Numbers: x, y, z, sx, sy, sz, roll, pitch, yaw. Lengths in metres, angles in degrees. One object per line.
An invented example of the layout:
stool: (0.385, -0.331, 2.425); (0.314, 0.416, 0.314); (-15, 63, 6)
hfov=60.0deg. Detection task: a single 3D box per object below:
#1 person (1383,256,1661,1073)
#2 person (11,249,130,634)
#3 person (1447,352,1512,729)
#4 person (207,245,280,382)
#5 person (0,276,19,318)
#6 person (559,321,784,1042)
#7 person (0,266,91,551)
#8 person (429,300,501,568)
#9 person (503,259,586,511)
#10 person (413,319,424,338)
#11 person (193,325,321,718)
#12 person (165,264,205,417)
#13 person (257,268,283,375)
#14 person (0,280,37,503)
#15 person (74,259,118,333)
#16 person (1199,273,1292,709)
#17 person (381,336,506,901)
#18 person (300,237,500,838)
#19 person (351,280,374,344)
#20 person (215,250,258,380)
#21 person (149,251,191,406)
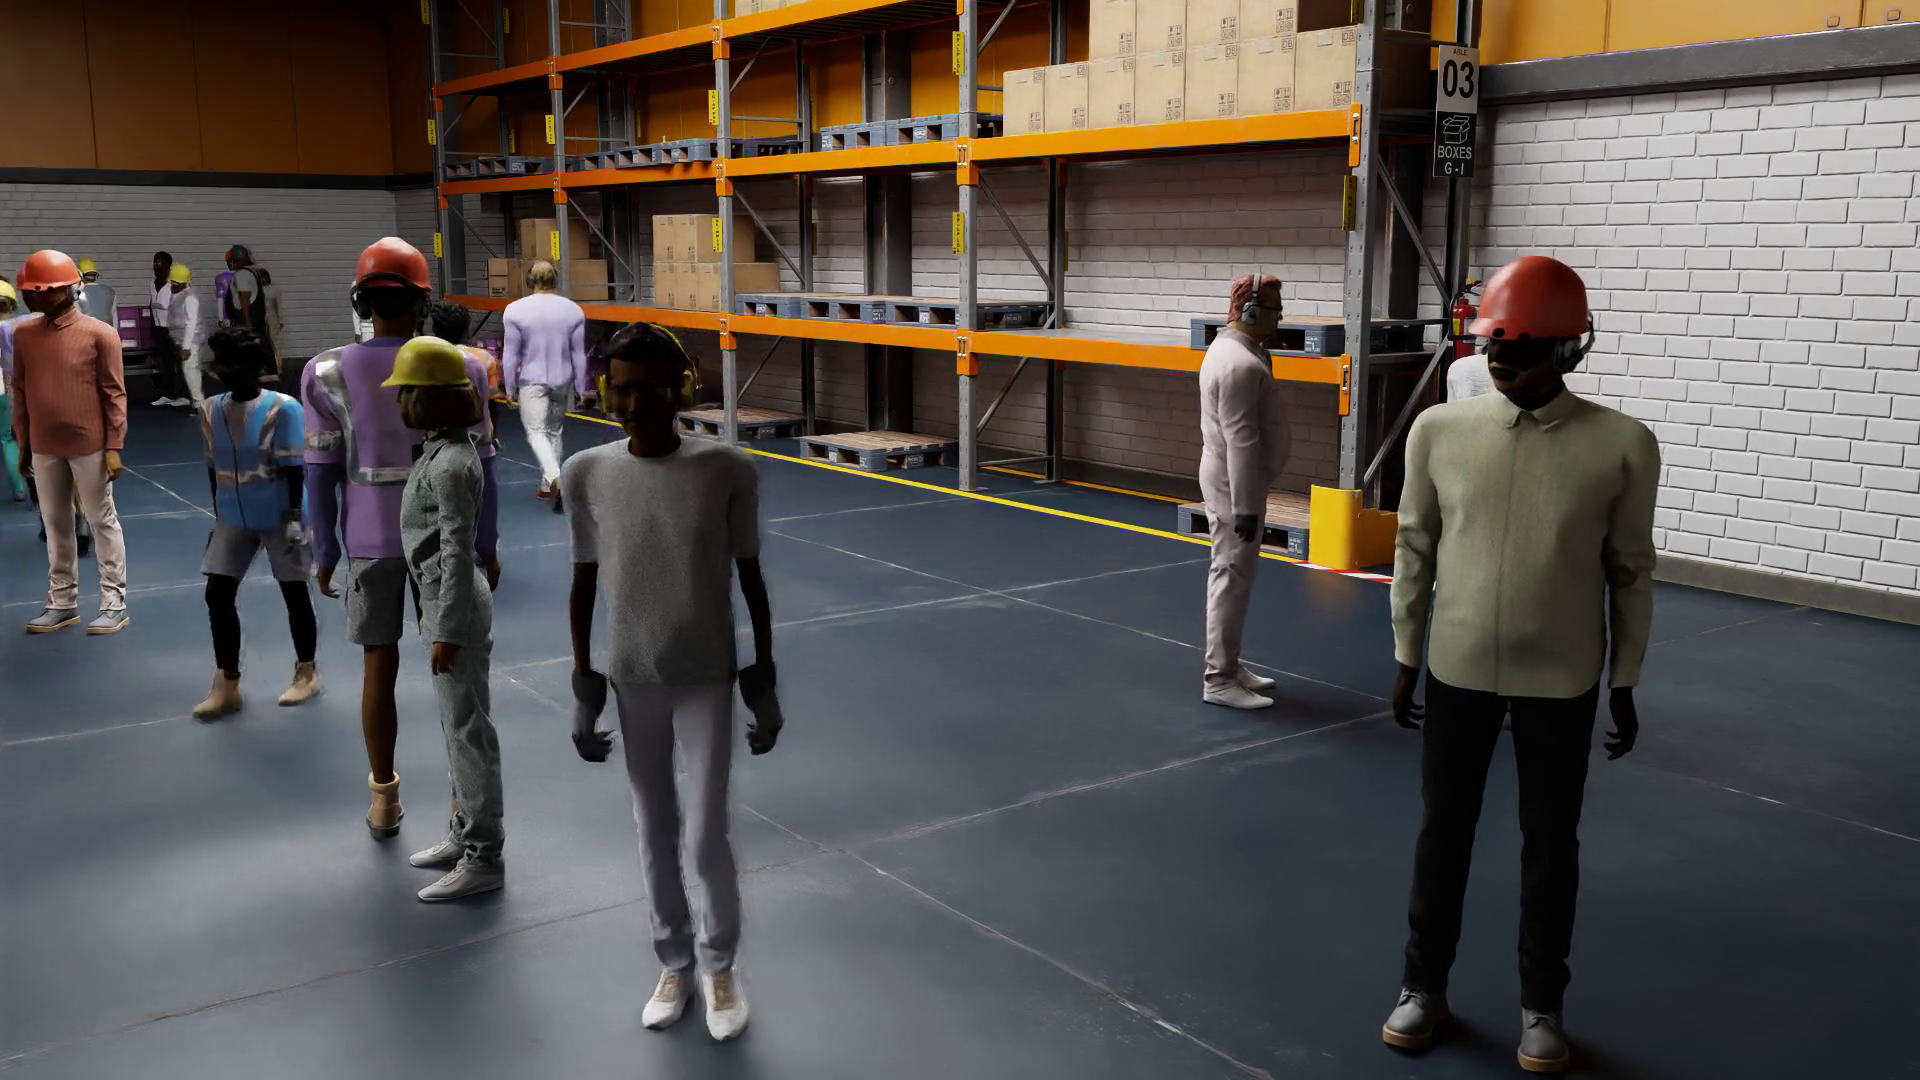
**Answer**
person: (1.357, 0.312, 4.078); (0.613, 1.991, 0.391); (5, 11, 25)
person: (-4.618, -0.497, 8.618); (0.608, 1.990, 0.385); (1, 10, 7)
person: (2.257, -0.146, 6.981); (0.328, 1.873, 0.519); (-8, 13, -37)
person: (-10.466, -3.310, 24.227); (1.023, 2.000, 0.699); (0, 10, -1)
person: (-12.219, -2.539, 21.109); (0.529, 1.598, 0.750); (-5, 11, -26)
person: (-0.723, 0.371, 4.207); (0.544, 1.838, 0.470); (1, 10, 3)
person: (-5.995, -0.875, 10.983); (0.550, 1.902, 0.971); (-7, 13, -36)
person: (-3.041, -0.599, 10.026); (0.432, 1.680, 0.550); (9, 14, 41)
person: (-3.148, -1.184, 12.689); (0.638, 1.911, 0.919); (-6, 12, -31)
person: (-7.365, -2.769, 21.905); (0.645, 1.778, 0.989); (-1, 10, -7)
person: (-3.027, -0.066, 7.094); (0.552, 1.673, 0.674); (2, 10, 10)
person: (-9.075, -2.325, 19.470); (0.406, 1.788, 0.734); (-7, 12, -35)
person: (-10.698, -3.358, 25.633); (0.505, 1.635, 0.277); (-6, 12, -29)
person: (-7.311, -1.133, 12.852); (0.538, 1.744, 0.688); (-5, 11, -26)
person: (-10.400, -2.445, 19.961); (0.403, 1.835, 0.588); (6, 12, 31)
person: (1.242, -0.209, 7.283); (0.401, 1.895, 0.652); (1, 10, 5)
person: (-1.603, 0.240, 5.181); (0.295, 1.745, 0.486); (-4, 11, -21)
person: (-1.895, -0.003, 5.705); (0.615, 2.039, 0.391); (-2, 10, -13)
person: (-7.292, -2.619, 20.804); (0.575, 1.882, 0.361); (-7, 12, -34)
person: (-10.658, -3.312, 24.528); (0.550, 1.935, 0.375); (-5, 11, -27)
person: (-9.879, -2.635, 20.784); (0.589, 1.922, 0.393); (4, 11, 24)
